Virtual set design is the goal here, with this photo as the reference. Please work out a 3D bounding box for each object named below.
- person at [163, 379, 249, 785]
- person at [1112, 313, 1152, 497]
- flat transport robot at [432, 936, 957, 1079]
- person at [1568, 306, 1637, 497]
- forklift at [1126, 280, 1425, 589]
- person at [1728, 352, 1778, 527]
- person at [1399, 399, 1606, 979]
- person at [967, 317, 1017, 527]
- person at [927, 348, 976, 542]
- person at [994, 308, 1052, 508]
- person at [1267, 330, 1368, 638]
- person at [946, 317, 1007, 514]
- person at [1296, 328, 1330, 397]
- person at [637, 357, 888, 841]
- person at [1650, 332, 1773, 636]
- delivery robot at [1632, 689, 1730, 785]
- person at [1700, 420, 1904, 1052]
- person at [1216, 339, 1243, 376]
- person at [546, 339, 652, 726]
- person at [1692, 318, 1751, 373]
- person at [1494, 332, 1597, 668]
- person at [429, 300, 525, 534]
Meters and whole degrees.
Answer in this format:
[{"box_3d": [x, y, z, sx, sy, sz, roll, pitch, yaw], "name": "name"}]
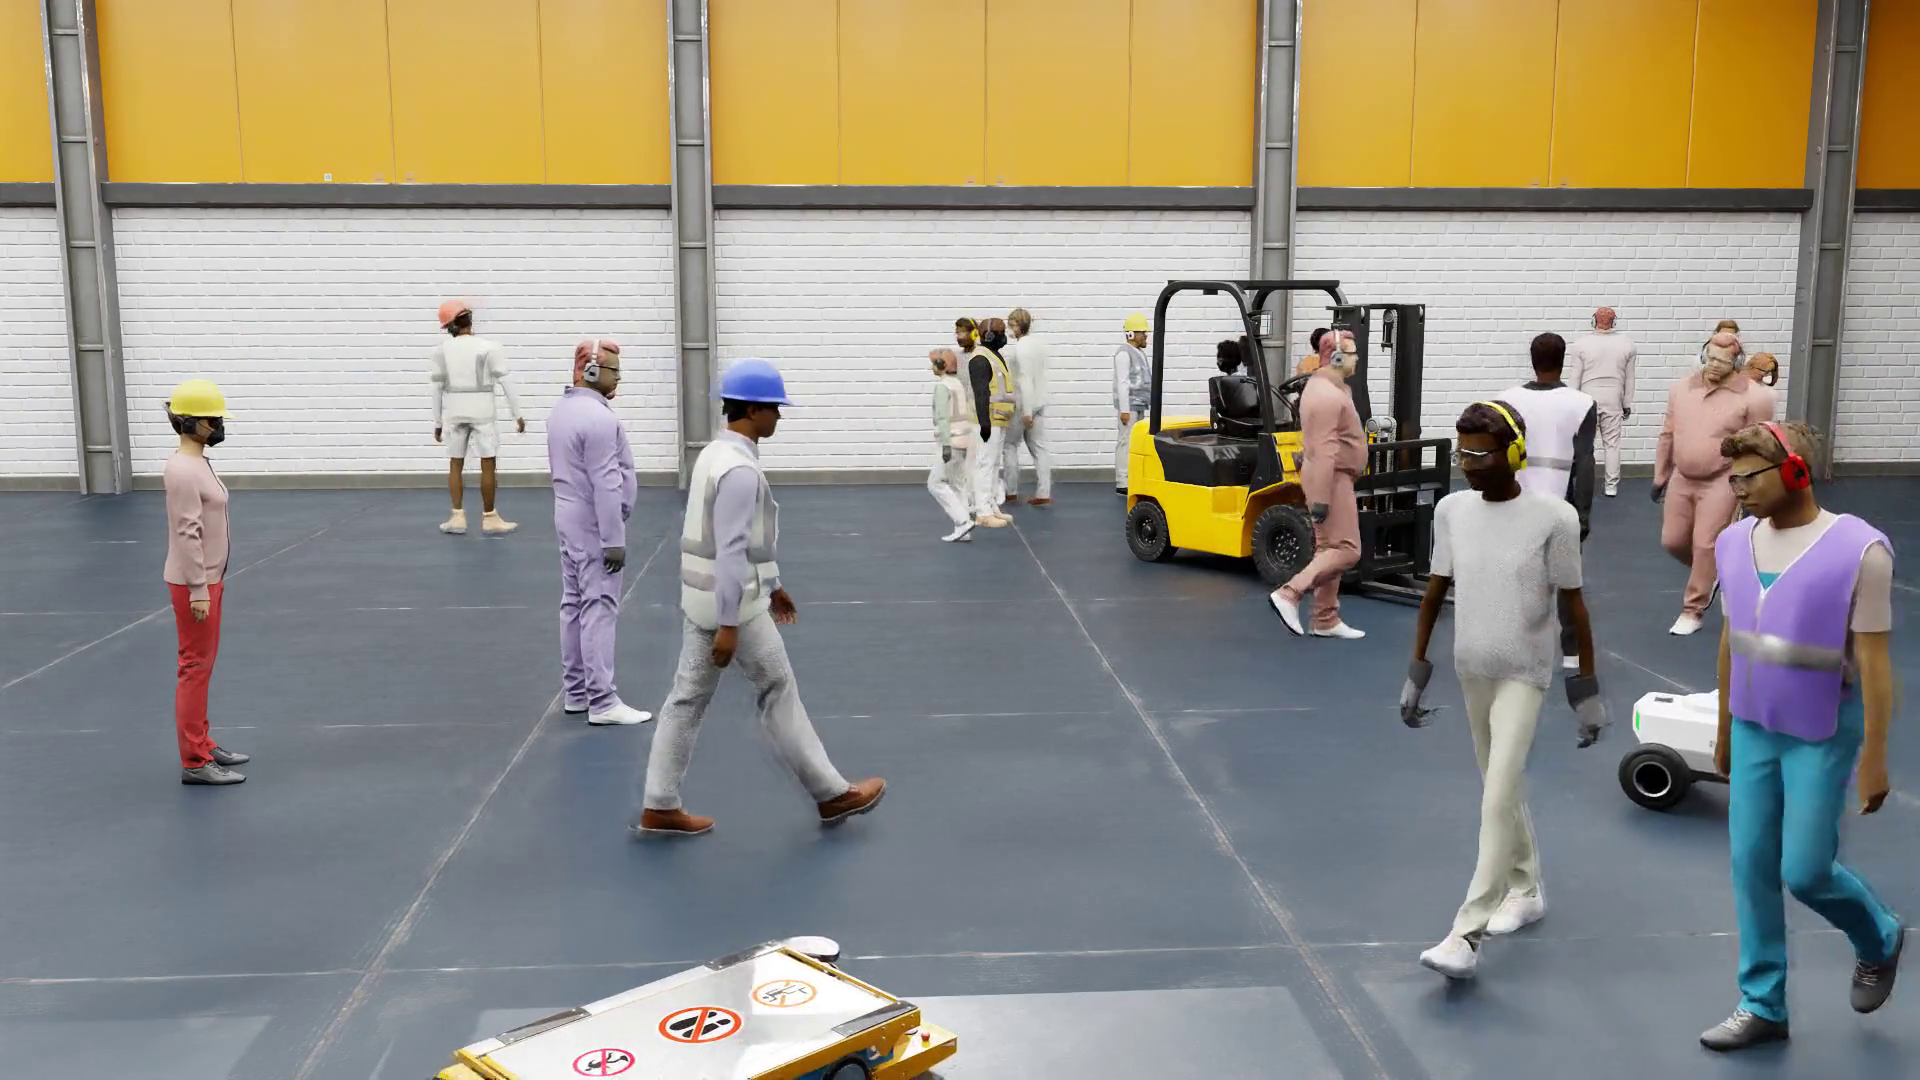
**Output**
[{"box_3d": [-3.301, 0.181, 7.286, 0.326, 1.765, 0.533, -3, 10, -19], "name": "person"}, {"box_3d": [1.740, -1.349, 16.679, 0.404, 1.832, 0.592, 4, 10, 22], "name": "person"}, {"box_3d": [-0.744, 1.390, 4.368, 1.431, 0.197, 0.652, -9, 12, -43], "name": "flat transport robot"}, {"box_3d": [6.370, -1.370, 16.581, 0.652, 1.906, 0.409, 1, 9, 3], "name": "person"}, {"box_3d": [2.301, -0.860, 12.475, 1.214, 2.155, 2.313, -6, 11, -35], "name": "forklift"}, {"box_3d": [6.061, -0.620, 12.728, 0.499, 1.633, 0.281, -5, 10, -27], "name": "person"}, {"box_3d": [1.705, 0.467, 5.320, 0.941, 1.816, 0.581, -8, 12, -40], "name": "person"}, {"box_3d": [0.289, -1.044, 14.736, 0.429, 1.845, 0.625, 2, 9, 13], "name": "person"}, {"box_3d": [-0.076, -0.772, 13.721, 0.375, 1.613, 0.535, 3, 9, 17], "name": "person"}, {"box_3d": [0.582, -1.246, 15.832, 0.723, 1.895, 0.612, 5, 10, 29], "name": "person"}, {"box_3d": [2.193, -0.319, 10.028, 0.512, 1.891, 0.649, 1, 9, 5], "name": "person"}, {"box_3d": [0.183, -1.172, 15.558, 0.785, 1.842, 0.527, -8, 12, -41], "name": "person"}, {"box_3d": [3.605, -1.299, 16.827, 0.321, 1.691, 0.529, -6, 11, -32], "name": "person"}, {"box_3d": [-0.824, 0.235, 6.531, 0.998, 1.885, 0.606, -4, 10, -22], "name": "person"}, {"box_3d": [4.660, -0.353, 10.309, 0.647, 1.869, 0.707, -7, 11, -37], "name": "person"}, {"box_3d": [3.185, 0.801, 6.888, 0.707, 0.478, 0.477, 6, 11, 35], "name": "delivery robot"}, {"box_3d": [2.438, 0.557, 4.780, 0.615, 1.807, 0.630, -4, 10, -23], "name": "person"}, {"box_3d": [2.274, -0.840, 13.950, 0.373, 1.680, 0.570, 4, 10, 22], "name": "person"}, {"box_3d": [-1.797, -0.040, 8.254, 0.399, 1.902, 0.643, -6, 11, -32], "name": "person"}, {"box_3d": [6.746, -1.048, 14.779, 0.508, 1.832, 0.385, 2, 9, 11], "name": "person"}, {"box_3d": [3.247, -0.206, 9.323, 0.617, 1.893, 0.599, 7, 11, 36], "name": "person"}, {"box_3d": [-4.147, -1.034, 14.221, 0.729, 2.002, 0.373, 1, 9, 6], "name": "person"}]
